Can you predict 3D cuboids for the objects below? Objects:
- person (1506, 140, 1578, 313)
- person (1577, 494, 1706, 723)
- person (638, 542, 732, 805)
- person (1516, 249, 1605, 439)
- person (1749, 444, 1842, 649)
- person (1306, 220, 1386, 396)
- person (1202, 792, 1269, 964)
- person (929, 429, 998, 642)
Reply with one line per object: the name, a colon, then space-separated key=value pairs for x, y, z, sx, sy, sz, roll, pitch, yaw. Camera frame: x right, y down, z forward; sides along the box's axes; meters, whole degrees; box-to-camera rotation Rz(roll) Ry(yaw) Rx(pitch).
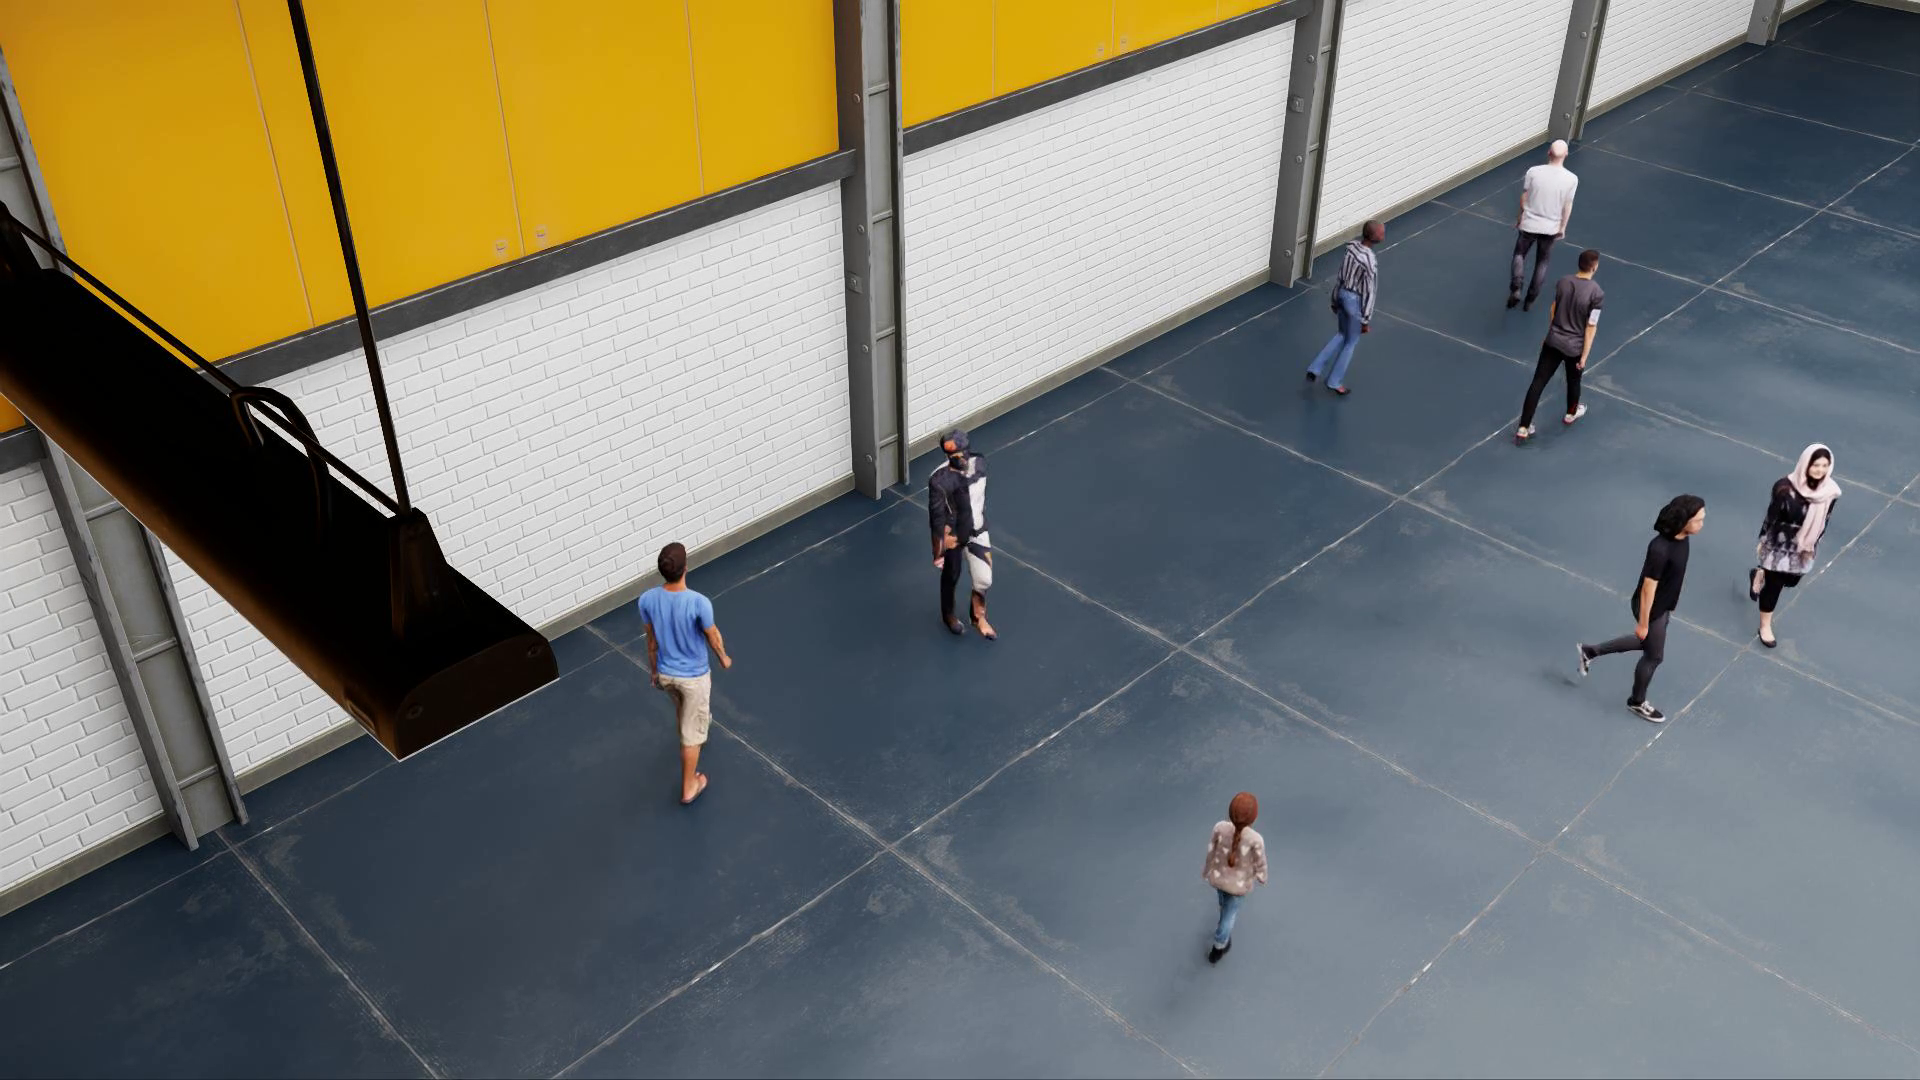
person: x=5.837 y=-3.123 z=16.770 sx=0.847 sy=1.824 sz=0.936 roll=11 pitch=35 yaw=17
person: x=4.714 y=0.412 z=11.466 sx=0.796 sy=1.809 sz=0.920 roll=21 pitch=39 yaw=29
person: x=-1.805 y=0.909 z=10.698 sx=0.919 sy=1.831 sz=1.131 roll=11 pitch=35 yaw=16
person: x=5.300 y=-1.683 z=14.701 sx=0.631 sy=1.716 sz=1.126 roll=28 pitch=43 yaw=36
person: x=6.097 y=-0.028 z=12.296 sx=0.956 sy=1.622 sz=1.017 roll=0 pitch=34 yaw=0
person: x=3.569 y=-2.118 z=15.309 sx=0.873 sy=1.768 sz=0.823 roll=-16 pitch=37 yaw=-23
person: x=1.561 y=1.987 z=9.672 sx=0.631 sy=1.172 sz=0.822 roll=17 pitch=37 yaw=24
person: x=-0.007 y=-0.069 z=12.153 sx=0.767 sy=1.850 sz=0.844 roll=-24 pitch=40 yaw=-31
